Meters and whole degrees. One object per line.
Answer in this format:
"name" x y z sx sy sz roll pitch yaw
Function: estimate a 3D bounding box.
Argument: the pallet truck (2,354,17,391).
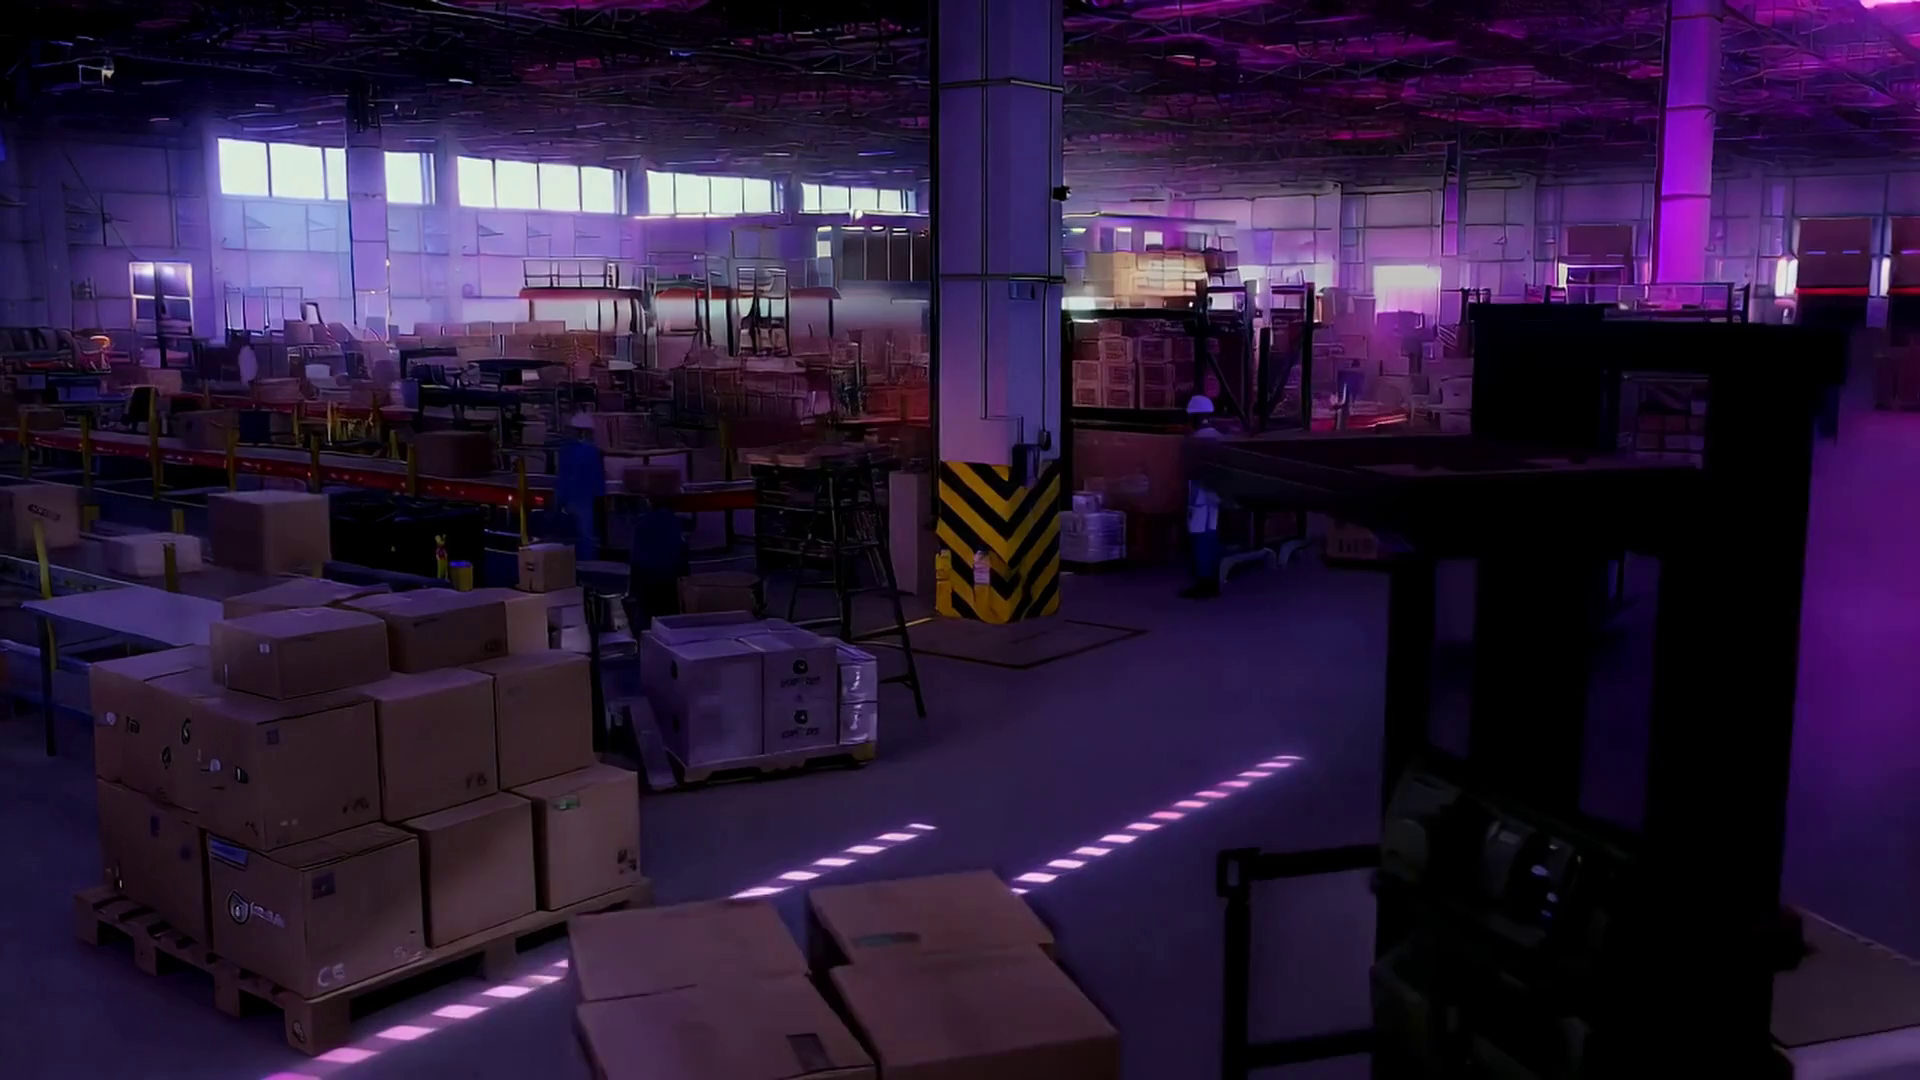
"pallet truck" -24.881 -4.417 42.634 1.885 1.965 0.823 8 11 41

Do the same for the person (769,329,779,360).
"person" -6.947 -7.209 61.991 0.350 1.839 0.506 5 10 31

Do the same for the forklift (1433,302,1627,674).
"forklift" 4.379 -0.438 12.852 1.129 2.768 1.873 7 11 37

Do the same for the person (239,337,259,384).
"person" -16.666 -3.843 39.233 0.971 1.860 0.684 -8 11 -42

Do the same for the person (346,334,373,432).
"person" -12.546 -3.268 34.741 0.613 2.041 0.393 8 11 42

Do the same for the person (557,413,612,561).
"person" -3.654 -0.382 16.361 0.870 1.721 0.533 4 9 25

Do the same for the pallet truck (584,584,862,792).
"pallet truck" -1.426 0.805 10.019 1.601 1.201 0.680 -4 9 -26

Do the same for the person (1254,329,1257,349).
"person" 11.502 -7.717 65.788 0.500 1.722 0.645 2 9 15

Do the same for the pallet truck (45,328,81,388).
"pallet truck" -23.775 -4.544 43.495 1.885 1.965 0.823 6 10 35

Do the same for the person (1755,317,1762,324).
"person" 34.580 -8.749 72.216 0.632 1.881 0.816 -8 12 -44

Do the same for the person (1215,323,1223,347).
"person" 8.270 -6.001 53.443 0.381 1.958 0.603 -3 9 -19

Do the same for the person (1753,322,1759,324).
"person" 30.362 -7.402 63.347 0.751 1.826 0.623 8 12 44

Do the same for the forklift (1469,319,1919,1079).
"forklift" 1.716 0.827 4.326 1.873 2.768 1.129 -3 9 -17

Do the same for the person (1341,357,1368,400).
"person" 8.046 -2.911 33.781 0.518 1.608 0.684 7 11 38

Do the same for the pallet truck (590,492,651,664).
"pallet truck" -3.115 0.344 12.883 0.653 1.274 1.630 7 11 37

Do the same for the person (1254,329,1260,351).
"person" 14.877 -10.361 83.067 0.641 1.897 1.015 -1 8 -5

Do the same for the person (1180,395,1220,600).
"person" 2.278 -0.404 15.787 0.375 1.935 0.551 6 10 35
